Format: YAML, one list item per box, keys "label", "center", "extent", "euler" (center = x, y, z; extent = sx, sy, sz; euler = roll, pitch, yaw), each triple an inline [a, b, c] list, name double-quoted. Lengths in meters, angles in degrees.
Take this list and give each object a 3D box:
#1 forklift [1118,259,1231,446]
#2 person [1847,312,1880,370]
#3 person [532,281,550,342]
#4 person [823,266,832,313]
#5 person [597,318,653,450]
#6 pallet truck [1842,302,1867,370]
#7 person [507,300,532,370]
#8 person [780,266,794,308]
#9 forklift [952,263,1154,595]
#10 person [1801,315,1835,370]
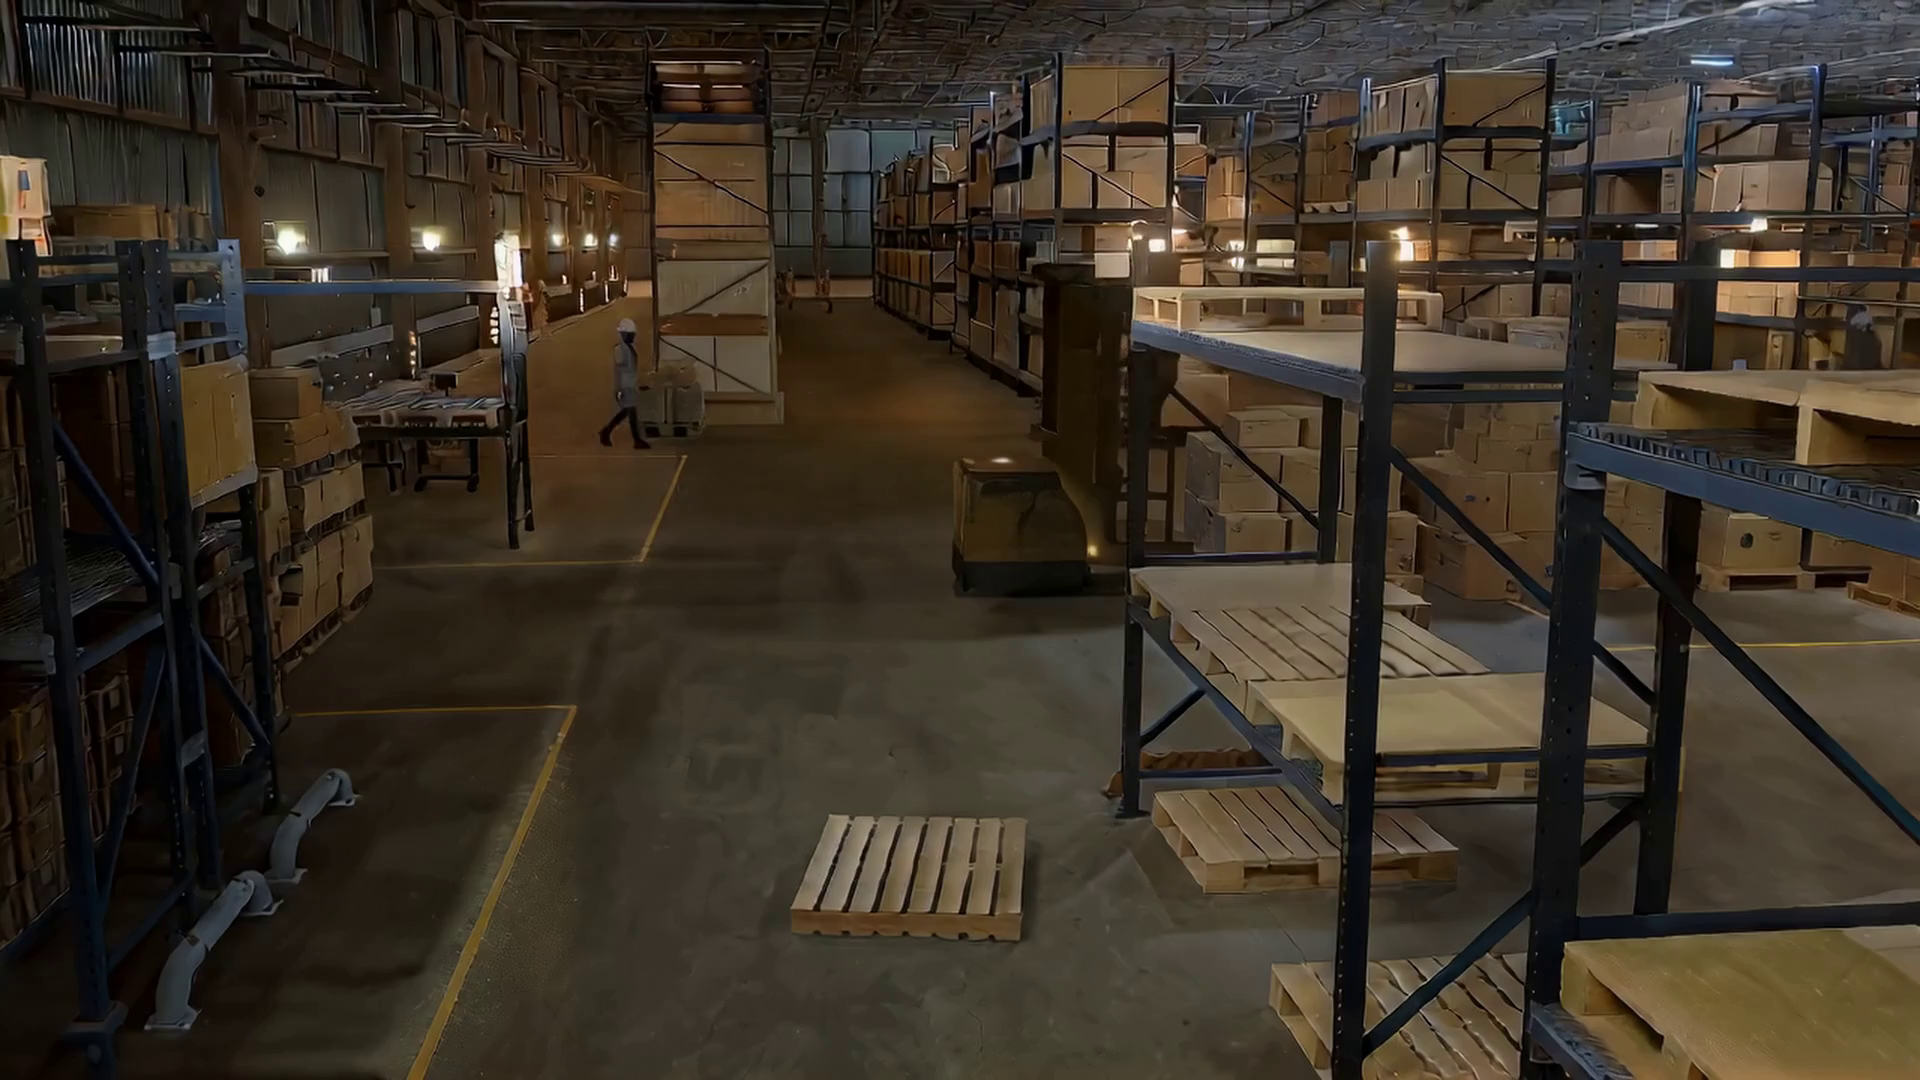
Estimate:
- label: "forklift"
  center: [3.001, -2.828, 24.606]
  extent: [1.873, 2.768, 1.129]
  euler: [-1, 10, -6]
- label: "person"
  center: [13.368, -2.390, 24.678]
  extent: [0.451, 1.974, 0.605]
  euler: [2, 10, 9]
- label: "person"
  center: [-12.522, -6.821, 49.658]
  extent: [0.526, 1.828, 0.573]
  euler: [-1, 10, -8]
- label: "person"
  center: [-5.518, -10.447, 69.433]
  extent: [0.362, 1.938, 0.545]
  euler: [-1, 10, -8]
- label: "person"
  center: [-4.909, -2.261, 24.161]
  extent: [0.831, 1.915, 0.548]
  euler: [2, 10, 13]
- label: "pallet truck"
  center: [15.846, -3.142, 28.793]
  extent: [1.885, 1.965, 0.823]
  euler: [2, 10, 12]
- label: "person"
  center: [-10.327, -4.920, 38.891]
  extent: [0.643, 1.909, 0.411]
  euler: [3, 11, 16]
- label: "person"
  center: [-7.770, -11.371, 74.780]
  extent: [0.653, 1.859, 0.989]
  euler: [0, 10, -1]
- label: "forklift"
  center: [0.901, -1.002, 14.486]
  extent: [1.873, 2.768, 1.129]
  euler: [-1, 10, -6]
- label: "person"
  center: [13.116, -2.494, 25.484]
  extent: [0.651, 1.903, 0.441]
  euler: [-5, 11, -26]
